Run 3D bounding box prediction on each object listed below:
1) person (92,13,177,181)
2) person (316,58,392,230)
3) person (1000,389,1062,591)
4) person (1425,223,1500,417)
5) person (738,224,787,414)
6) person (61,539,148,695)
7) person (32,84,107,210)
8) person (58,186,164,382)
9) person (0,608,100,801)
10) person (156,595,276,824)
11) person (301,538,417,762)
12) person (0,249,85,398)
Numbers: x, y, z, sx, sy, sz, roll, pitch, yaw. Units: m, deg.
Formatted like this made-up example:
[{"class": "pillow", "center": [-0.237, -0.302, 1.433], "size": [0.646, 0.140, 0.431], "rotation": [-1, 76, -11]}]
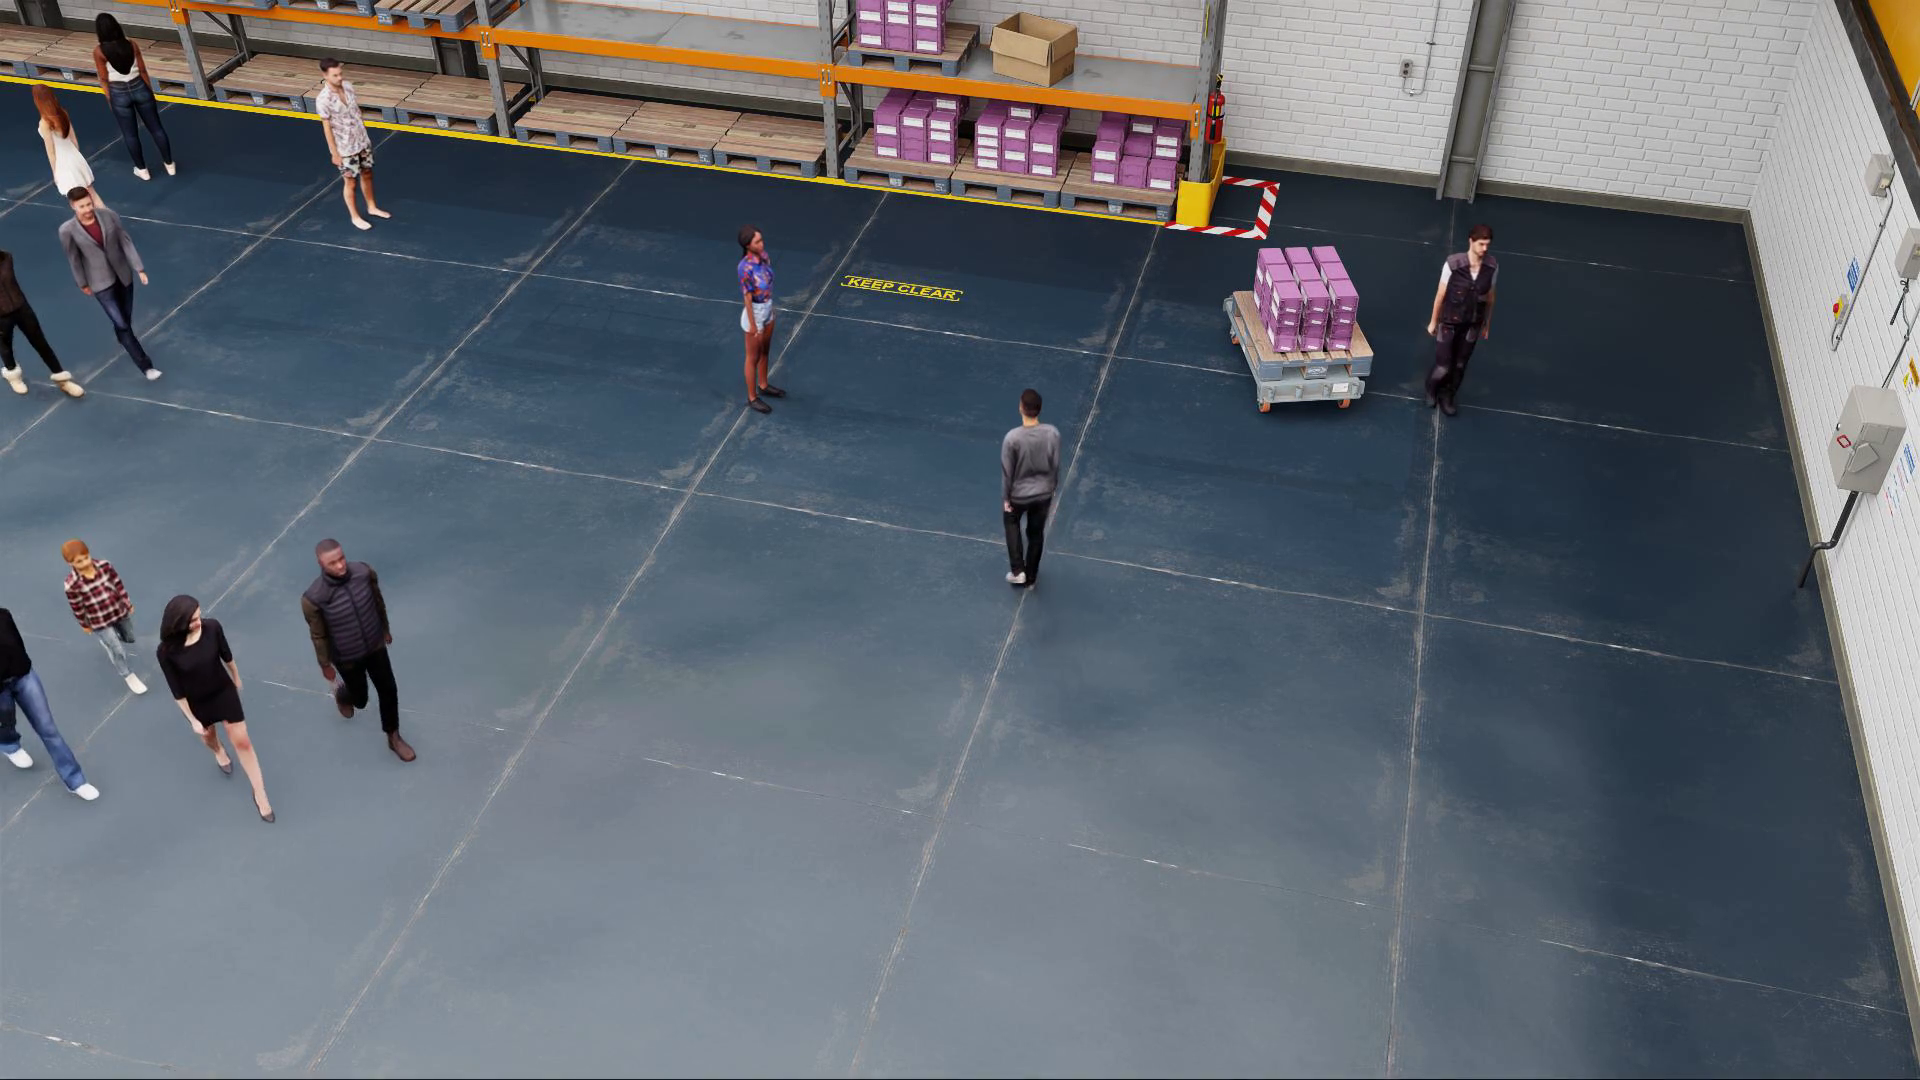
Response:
[{"class": "person", "center": [-8.957, -4.796, 17.989], "size": [0.754, 1.805, 0.812], "rotation": [-21, 43, -24]}, {"class": "person", "center": [-6.310, -4.107, 17.123], "size": [0.641, 1.811, 0.713], "rotation": [17, 42, 20]}, {"class": "person", "center": [0.540, -0.310, 12.415], "size": [0.703, 1.752, 0.790], "rotation": [-6, 39, -8]}, {"class": "person", "center": [4.289, -1.934, 14.380], "size": [0.712, 1.838, 0.830], "rotation": [-3, 39, -4]}, {"class": "person", "center": [-1.765, -1.950, 14.477], "size": [0.550, 1.741, 0.610], "rotation": [14, 41, 17]}, {"class": "person", "center": [-6.083, 0.491, 11.779], "size": [0.838, 1.295, 0.678], "rotation": [24, 45, 27]}, {"class": "person", "center": [-8.993, -3.788, 16.804], "size": [0.515, 1.710, 0.560], "rotation": [8, 39, 10]}, {"class": "person", "center": [-7.653, -2.343, 14.920], "size": [1.332, 1.803, 1.045], "rotation": [26, 45, 29]}, {"class": "person", "center": [-6.283, 0.953, 10.873], "size": [1.242, 1.703, 0.854], "rotation": [22, 44, 25]}, {"class": "person", "center": [-4.885, 1.012, 10.754], "size": [0.966, 1.758, 1.101], "rotation": [-27, 46, -29]}, {"class": "person", "center": [-4.064, 0.690, 11.111], "size": [1.135, 1.817, 0.969], "rotation": [28, 47, 31]}, {"class": "person", "center": [-8.229, -1.936, 14.533], "size": [1.058, 1.650, 0.799], "rotation": [20, 43, 23]}]
